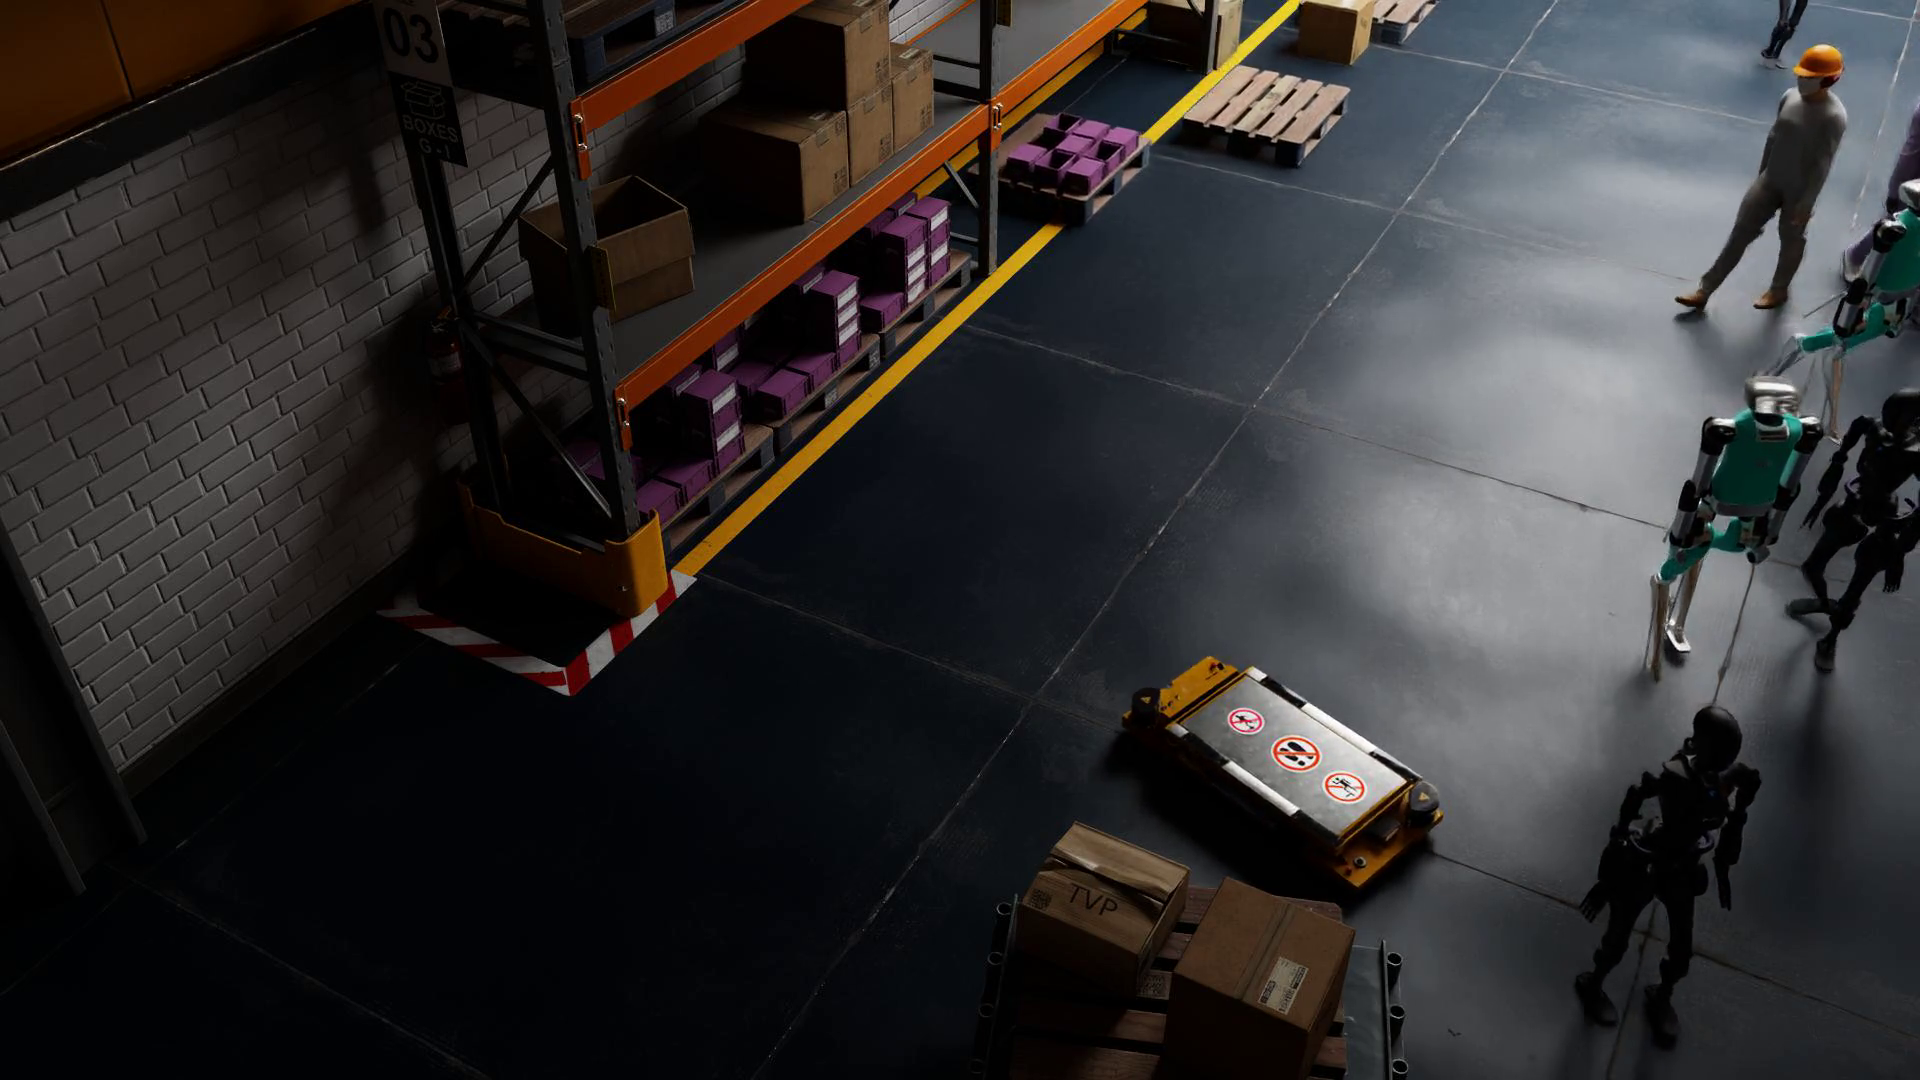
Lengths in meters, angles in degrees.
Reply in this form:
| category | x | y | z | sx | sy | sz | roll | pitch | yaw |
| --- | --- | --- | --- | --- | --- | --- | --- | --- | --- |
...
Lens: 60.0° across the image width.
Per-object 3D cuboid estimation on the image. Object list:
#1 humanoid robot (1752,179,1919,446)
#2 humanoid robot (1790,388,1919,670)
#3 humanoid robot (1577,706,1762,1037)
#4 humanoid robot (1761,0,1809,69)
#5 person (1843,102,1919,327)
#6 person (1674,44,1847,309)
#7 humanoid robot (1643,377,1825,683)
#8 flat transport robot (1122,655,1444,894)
| category | x | y | z | sx | sy | sz | roll | pitch | yaw |
| --- | --- | --- | --- | --- | --- | --- | --- | --- | --- |
| humanoid robot | 5.209 | -1.429 | 9.872 | 0.550 | 1.813 | 0.903 | -13 | 40 | -15 |
| humanoid robot | 4.499 | -0.086 | 8.208 | 0.474 | 1.645 | 0.612 | -14 | 41 | -17 |
| humanoid robot | 2.740 | 1.301 | 6.459 | 0.593 | 1.651 | 0.375 | -5 | 39 | -7 |
| humanoid robot | 7.156 | -4.804 | 14.098 | 0.609 | 1.652 | 0.360 | -5 | 39 | -6 |
| person | 6.369 | -2.355 | 10.885 | 0.655 | 1.869 | 0.938 | -4 | 39 | -5 |
| person | 5.309 | -2.281 | 10.801 | 0.947 | 1.853 | 0.591 | -18 | 42 | -21 |
| humanoid robot | 3.701 | -0.135 | 8.218 | 0.541 | 1.798 | 0.719 | 0 | 39 | 1 |
| flat transport robot | 1.514 | 1.052 | 7.905 | 0.659 | 0.231 | 1.431 | -30 | 47 | -32 |
